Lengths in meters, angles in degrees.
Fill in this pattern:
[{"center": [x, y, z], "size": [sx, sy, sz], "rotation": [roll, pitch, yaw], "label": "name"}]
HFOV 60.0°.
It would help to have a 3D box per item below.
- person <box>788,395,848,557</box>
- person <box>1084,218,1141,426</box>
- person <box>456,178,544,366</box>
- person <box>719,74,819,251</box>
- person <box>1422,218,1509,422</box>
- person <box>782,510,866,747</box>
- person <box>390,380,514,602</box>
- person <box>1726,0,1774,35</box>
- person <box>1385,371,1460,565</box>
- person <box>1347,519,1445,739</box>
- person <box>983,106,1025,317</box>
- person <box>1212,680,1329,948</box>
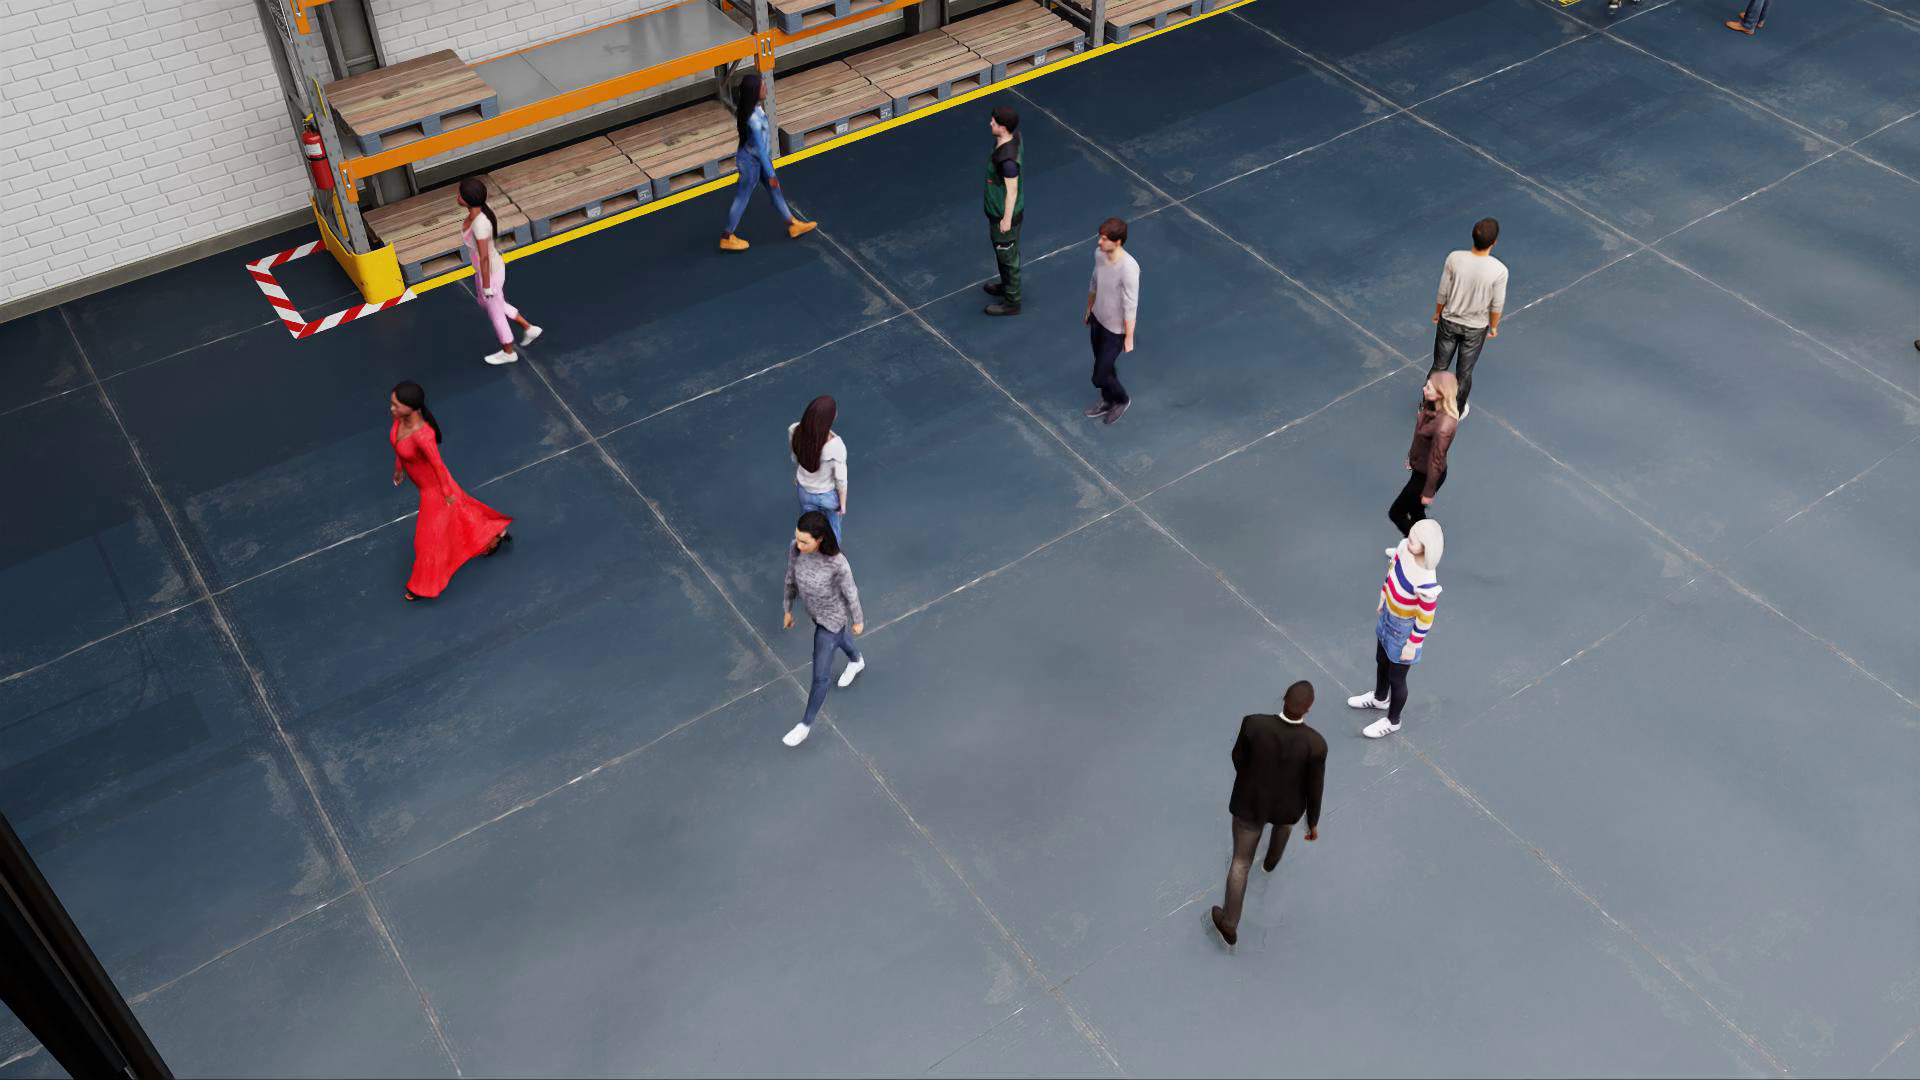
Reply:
[{"center": [-0.997, -0.275, 11.363], "size": [0.874, 1.610, 1.002], "rotation": [17, 46, 17], "label": "person"}, {"center": [1.233, -1.664, 12.662], "size": [0.691, 1.828, 0.730], "rotation": [-19, 47, -19], "label": "person"}, {"center": [-3.651, -2.130, 13.220], "size": [0.841, 1.735, 0.748], "rotation": [-7, 44, -8], "label": "person"}, {"center": [-1.883, -3.227, 14.420], "size": [1.219, 1.667, 0.920], "rotation": [-9, 44, -9], "label": "person"}, {"center": [3.839, -1.656, 12.666], "size": [0.728, 1.812, 0.718], "rotation": [19, 47, 19], "label": "person"}, {"center": [-0.802, 0.417, 10.585], "size": [0.890, 1.680, 1.242], "rotation": [27, 50, 25], "label": "person"}, {"center": [-3.535, -0.405, 11.403], "size": [1.112, 1.742, 0.610], "rotation": [-25, 49, -24], "label": "person"}, {"center": [8.571, -6.254, 17.461], "size": [0.543, 1.856, 0.742], "rotation": [-32, 52, -29], "label": "person"}, {"center": [3.295, -0.447, 11.485], "size": [0.772, 1.691, 0.708], "rotation": [8, 44, 8], "label": "person"}, {"center": [2.761, 0.539, 10.365], "size": [0.660, 1.808, 0.716], "rotation": [-8, 44, -8], "label": "person"}, {"center": [0.383, -2.727, 13.727], "size": [0.785, 1.899, 0.769], "rotation": [0, 44, 1], "label": "person"}, {"center": [1.715, 1.556, 9.347], "size": [1.121, 1.739, 1.194], "rotation": [6, 44, 6], "label": "person"}]
